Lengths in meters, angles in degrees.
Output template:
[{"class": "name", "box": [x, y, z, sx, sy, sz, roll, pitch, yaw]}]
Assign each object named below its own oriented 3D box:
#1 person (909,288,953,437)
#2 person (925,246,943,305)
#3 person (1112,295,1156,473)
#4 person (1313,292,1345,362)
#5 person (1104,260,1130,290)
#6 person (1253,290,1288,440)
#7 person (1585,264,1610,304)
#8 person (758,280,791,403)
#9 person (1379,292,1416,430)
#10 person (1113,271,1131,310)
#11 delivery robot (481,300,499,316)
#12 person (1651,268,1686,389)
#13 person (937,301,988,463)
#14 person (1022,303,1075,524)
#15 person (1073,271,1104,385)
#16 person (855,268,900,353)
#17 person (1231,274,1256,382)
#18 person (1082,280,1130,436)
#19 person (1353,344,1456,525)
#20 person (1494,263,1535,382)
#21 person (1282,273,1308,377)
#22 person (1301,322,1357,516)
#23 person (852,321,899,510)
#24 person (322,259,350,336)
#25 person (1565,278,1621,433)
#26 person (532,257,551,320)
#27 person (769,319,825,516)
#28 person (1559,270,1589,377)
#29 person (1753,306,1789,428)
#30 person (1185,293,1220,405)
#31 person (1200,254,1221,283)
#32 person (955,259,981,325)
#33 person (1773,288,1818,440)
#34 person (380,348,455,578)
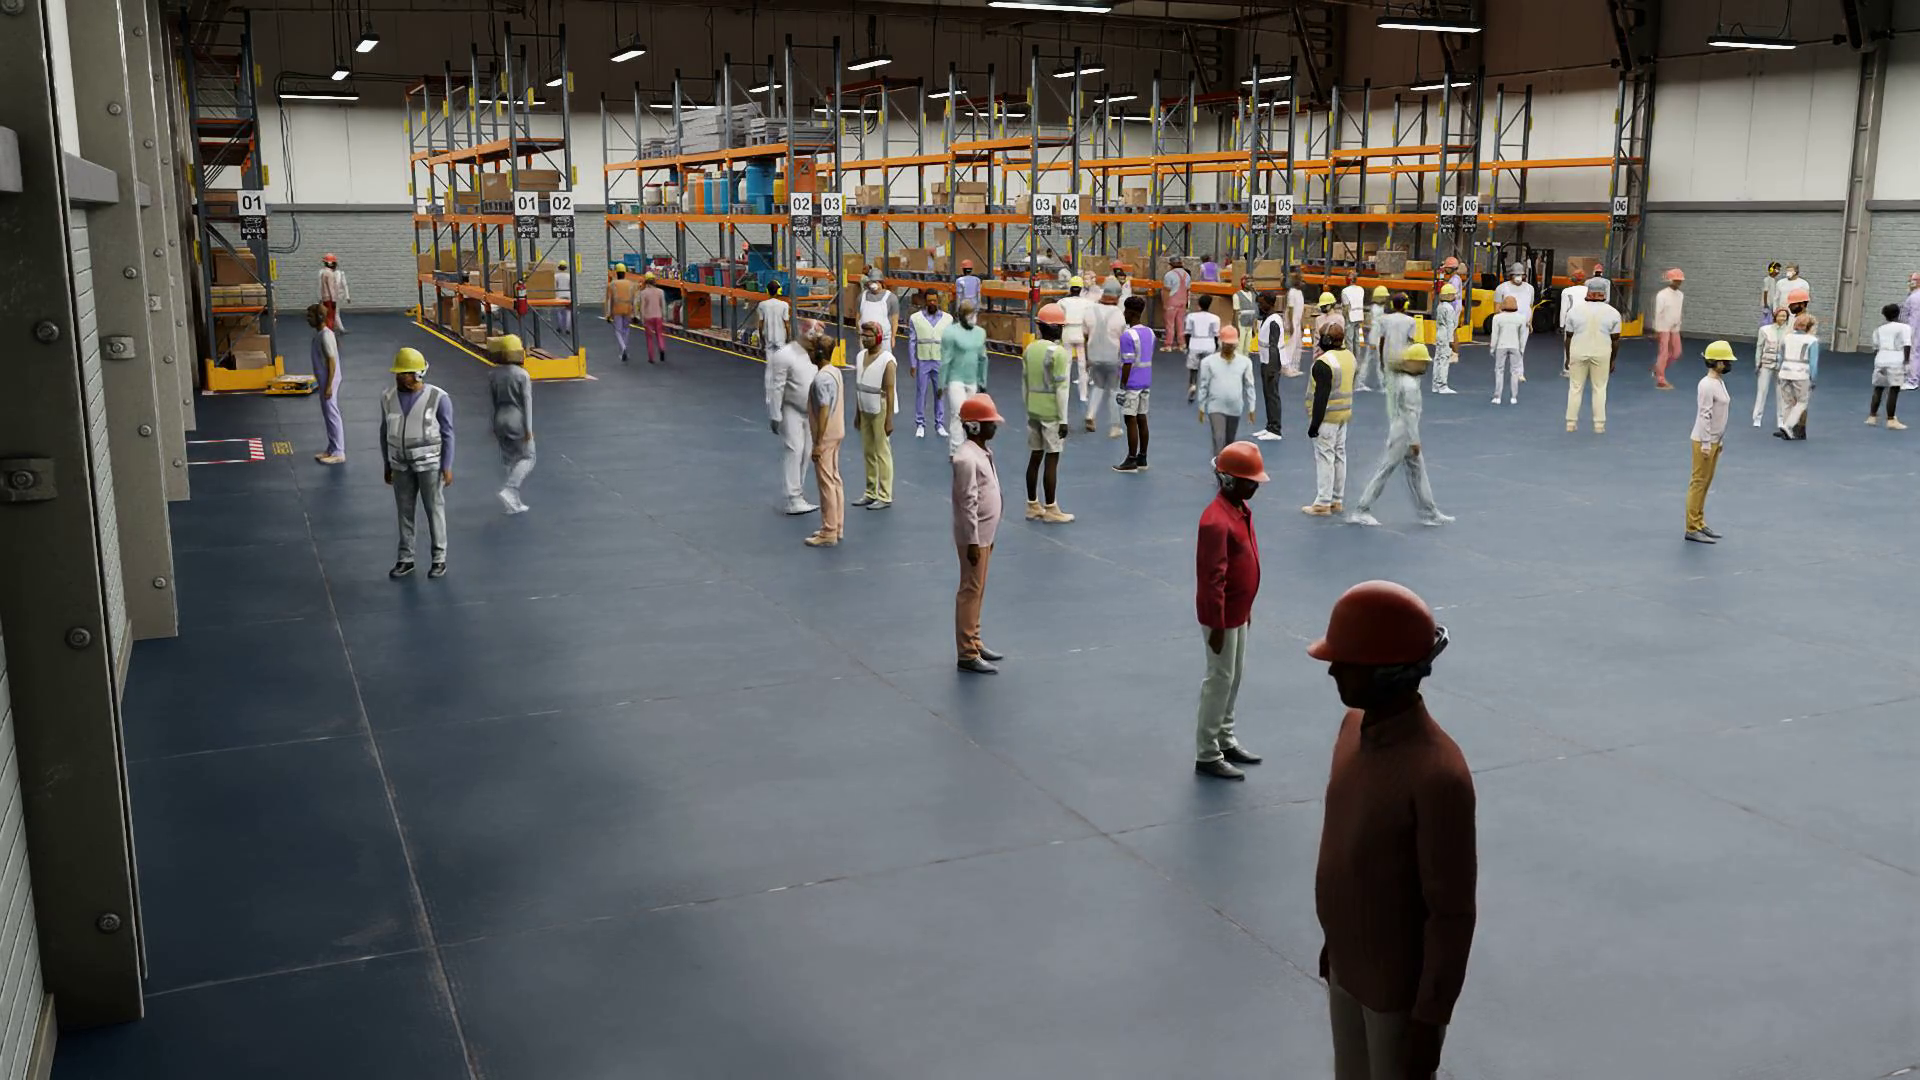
[{"class": "person", "box": [-0.370, -2.293, 21.497, 0.591, 1.919, 0.392, -2, 11, -12]}, {"class": "person", "box": [-0.743, -6.873, 44.567, 0.620, 2.012, 0.980, -7, 13, -33]}, {"class": "person", "box": [1.935, -1.734, 18.535, 0.365, 1.965, 0.608, 7, 13, 33]}, {"class": "person", "box": [5.243, -2.650, 23.742, 0.342, 1.752, 0.532, -8, 14, -36]}, {"class": "person", "box": [3.208, -4.786, 34.160, 0.582, 1.917, 0.444, -1, 11, -8]}, {"class": "person", "box": [3.968, -2.234, 21.233, 0.397, 1.910, 0.587, 0, 11, 0]}, {"class": "person", "box": [14.004, -5.187, 36.620, 0.561, 1.753, 0.330, 2, 11, 8]}, {"class": "person", "box": [-2.798, -2.997, 25.208, 0.515, 1.868, 0.328, 2, 11, 11]}, {"class": "person", "box": [5.769, -2.349, 21.978, 0.493, 1.847, 0.412, 4, 12, 21]}, {"class": "person", "box": [2.811, -3.819, 29.396, 0.520, 1.864, 0.333, -5, 12, -25]}, {"class": "delivery robot", "box": [-12.757, -6.207, 44.624, 0.707, 0.478, 0.477, 0, 11, 2]}, {"class": "person", "box": [11.600, -3.454, 27.255, 0.616, 1.977, 0.461, -5, 12, -26]}, {"class": "person", "box": [0.054, -1.759, 18.892, 0.660, 1.898, 0.702, -11, 15, -43]}, {"class": "person", "box": [0.824, -1.173, 15.482, 0.395, 2.044, 0.609, -7, 13, -32]}, {"class": "person", "box": [2.172, -3.563, 27.980, 0.403, 1.906, 0.648, -9, 14, -39]}, {"class": "person", "box": [-1.292, -3.139, 25.484, 0.683, 2.000, 0.538, 2, 11, 12]}, {"class": "person", "box": [4.830, -3.602, 28.334, 0.390, 1.846, 0.565, 10, 15, 40]}, {"class": "person", "box": [1.937, -2.351, 21.478, 0.697, 2.000, 0.560, 6, 13, 30]}, {"class": "person", "box": [4.089, -0.959, 15.302, 0.927, 1.693, 0.503, 3, 12, 15]}, {"class": "person", "box": [9.478, -3.712, 28.397, 0.689, 2.000, 0.537, 0, 11, -1]}, {"class": "person", "box": [5.959, -3.774, 29.341, 0.570, 1.836, 0.590, 5, 12, 24]}, {"class": "person", "box": [3.518, -1.157, 15.919, 0.429, 1.844, 0.623, 9, 14, 38]}, {"class": "person", "box": [-0.812, -1.217, 16.243, 0.399, 1.841, 0.563, -8, 14, -36]}, {"class": "person", "box": [-14.660, -5.703, 39.054, 0.980, 1.832, 0.598, 9, 14, 38]}, {"class": "person", "box": [8.310, -2.435, 21.905, 0.683, 2.000, 0.535, 4, 12, 20]}, {"class": "person", "box": [-11.317, -6.792, 44.879, 0.500, 1.719, 0.783, -8, 14, -35]}, {"class": "person", "box": [-1.468, -1.175, 15.984, 0.712, 1.857, 0.704, -10, 15, -43]}, {"class": "person", "box": [10.837, -3.802, 29.257, 0.575, 1.883, 0.355, 1, 11, 3]}, {"class": "person", "box": [10.980, -2.324, 22.393, 0.516, 1.630, 0.315, 5, 12, 22]}, {"class": "person", "box": [3.633, -2.851, 24.934, 0.543, 1.677, 0.478, 3, 11, 14]}, {"class": "person", "box": [6.501, -6.614, 43.797, 0.651, 1.790, 0.724, -4, 12, -19]}, {"class": "person", "box": [0.152, -4.694, 33.651, 0.545, 1.938, 0.359, -5, 12, -24]}, {"class": "person", "box": [10.670, -2.245, 21.247, 0.391, 1.923, 0.548, -1, 11, -3]}, {"class": "person", "box": [-4.299, -0.607, 13.159, 0.591, 1.828, 0.404, 2, 11, 8]}]
